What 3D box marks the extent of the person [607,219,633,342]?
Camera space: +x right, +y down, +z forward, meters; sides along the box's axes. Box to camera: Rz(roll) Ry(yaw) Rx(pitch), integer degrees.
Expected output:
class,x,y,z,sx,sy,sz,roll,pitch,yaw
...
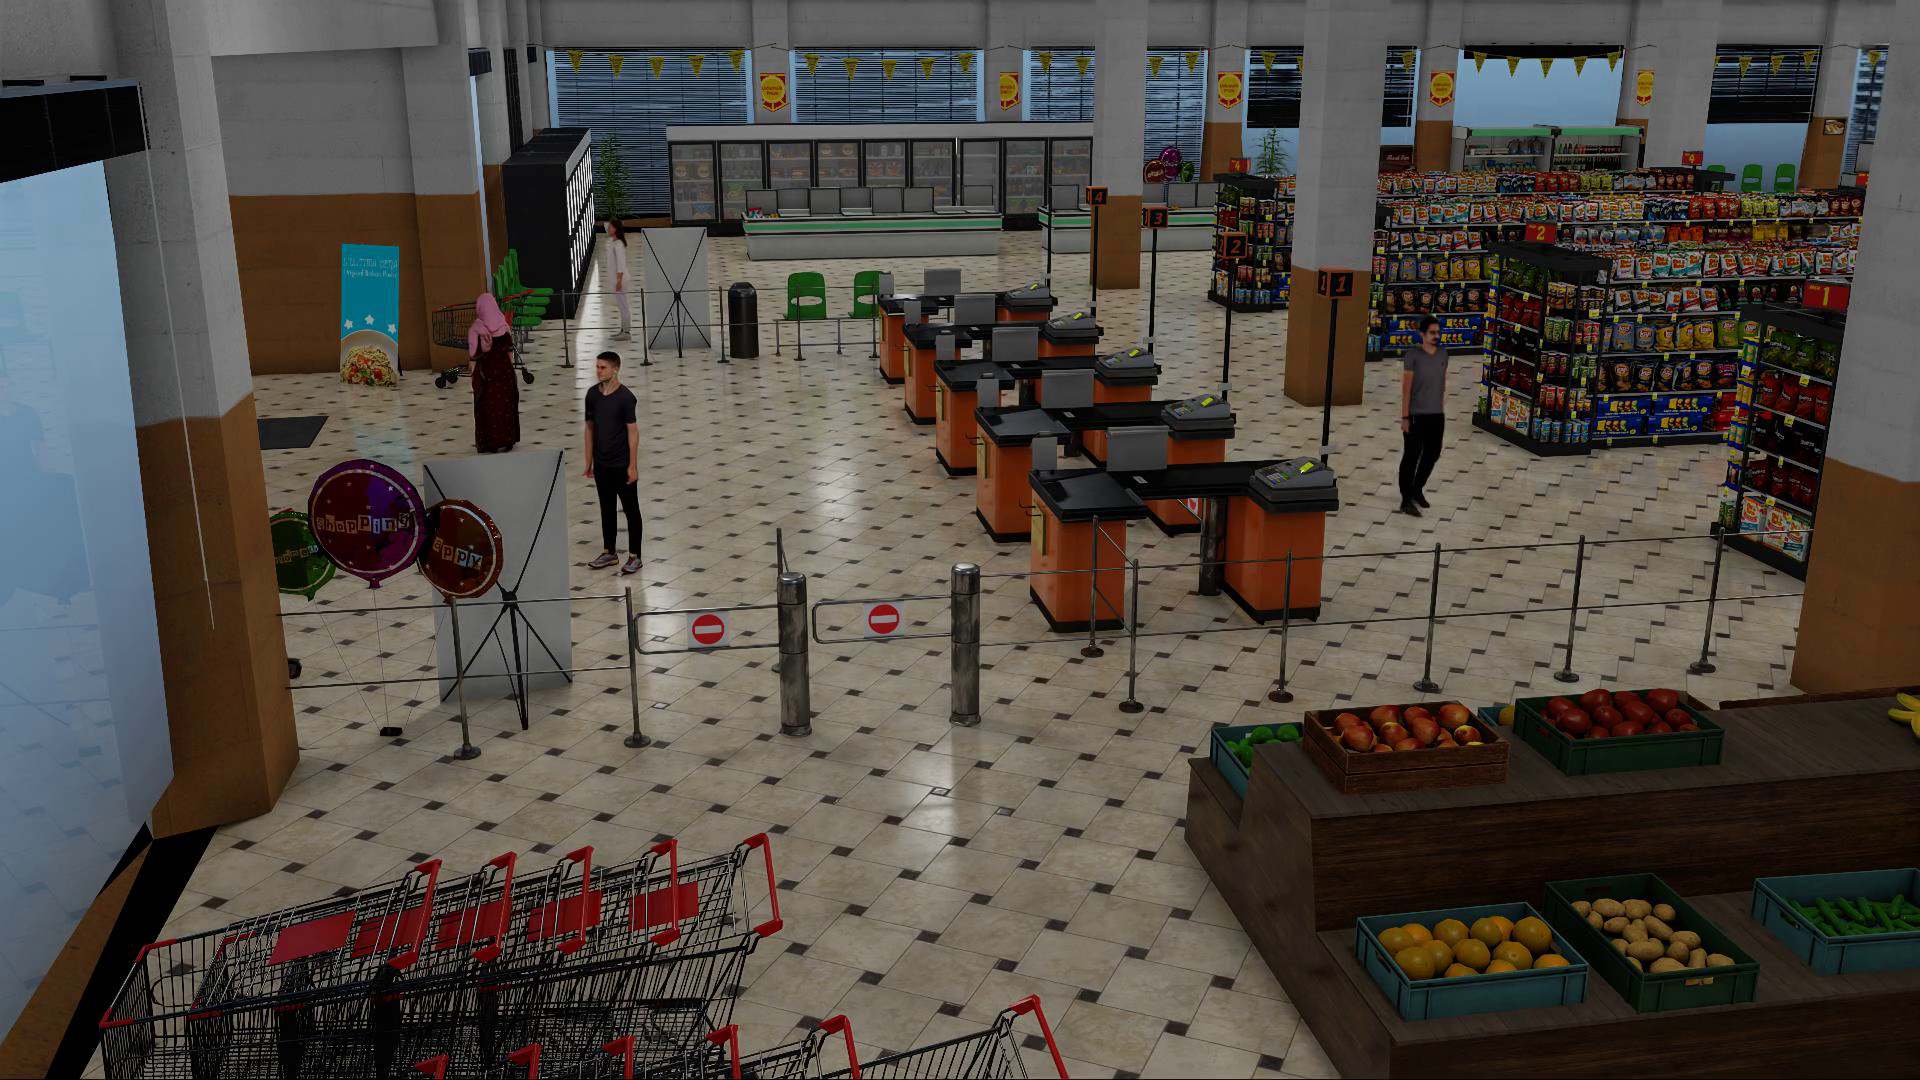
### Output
class,x,y,z,sx,sy,sz,roll,pitch,yaw
person,-4.762,-3.647,23.273,0.563,1.688,0.613,-5,17,-15

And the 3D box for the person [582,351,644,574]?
class,x,y,z,sx,sy,sz,roll,pitch,yaw
person,-2.734,-0.621,13.178,0.676,1.764,0.782,8,18,23

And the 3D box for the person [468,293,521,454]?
class,x,y,z,sx,sy,sz,roll,pitch,yaw
person,-4.768,-1.711,16.986,0.699,1.637,0.817,-12,21,-35

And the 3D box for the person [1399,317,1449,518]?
class,x,y,z,sx,sy,sz,roll,pitch,yaw
person,4.121,-1.136,14.862,0.716,1.771,0.760,-7,18,-21
